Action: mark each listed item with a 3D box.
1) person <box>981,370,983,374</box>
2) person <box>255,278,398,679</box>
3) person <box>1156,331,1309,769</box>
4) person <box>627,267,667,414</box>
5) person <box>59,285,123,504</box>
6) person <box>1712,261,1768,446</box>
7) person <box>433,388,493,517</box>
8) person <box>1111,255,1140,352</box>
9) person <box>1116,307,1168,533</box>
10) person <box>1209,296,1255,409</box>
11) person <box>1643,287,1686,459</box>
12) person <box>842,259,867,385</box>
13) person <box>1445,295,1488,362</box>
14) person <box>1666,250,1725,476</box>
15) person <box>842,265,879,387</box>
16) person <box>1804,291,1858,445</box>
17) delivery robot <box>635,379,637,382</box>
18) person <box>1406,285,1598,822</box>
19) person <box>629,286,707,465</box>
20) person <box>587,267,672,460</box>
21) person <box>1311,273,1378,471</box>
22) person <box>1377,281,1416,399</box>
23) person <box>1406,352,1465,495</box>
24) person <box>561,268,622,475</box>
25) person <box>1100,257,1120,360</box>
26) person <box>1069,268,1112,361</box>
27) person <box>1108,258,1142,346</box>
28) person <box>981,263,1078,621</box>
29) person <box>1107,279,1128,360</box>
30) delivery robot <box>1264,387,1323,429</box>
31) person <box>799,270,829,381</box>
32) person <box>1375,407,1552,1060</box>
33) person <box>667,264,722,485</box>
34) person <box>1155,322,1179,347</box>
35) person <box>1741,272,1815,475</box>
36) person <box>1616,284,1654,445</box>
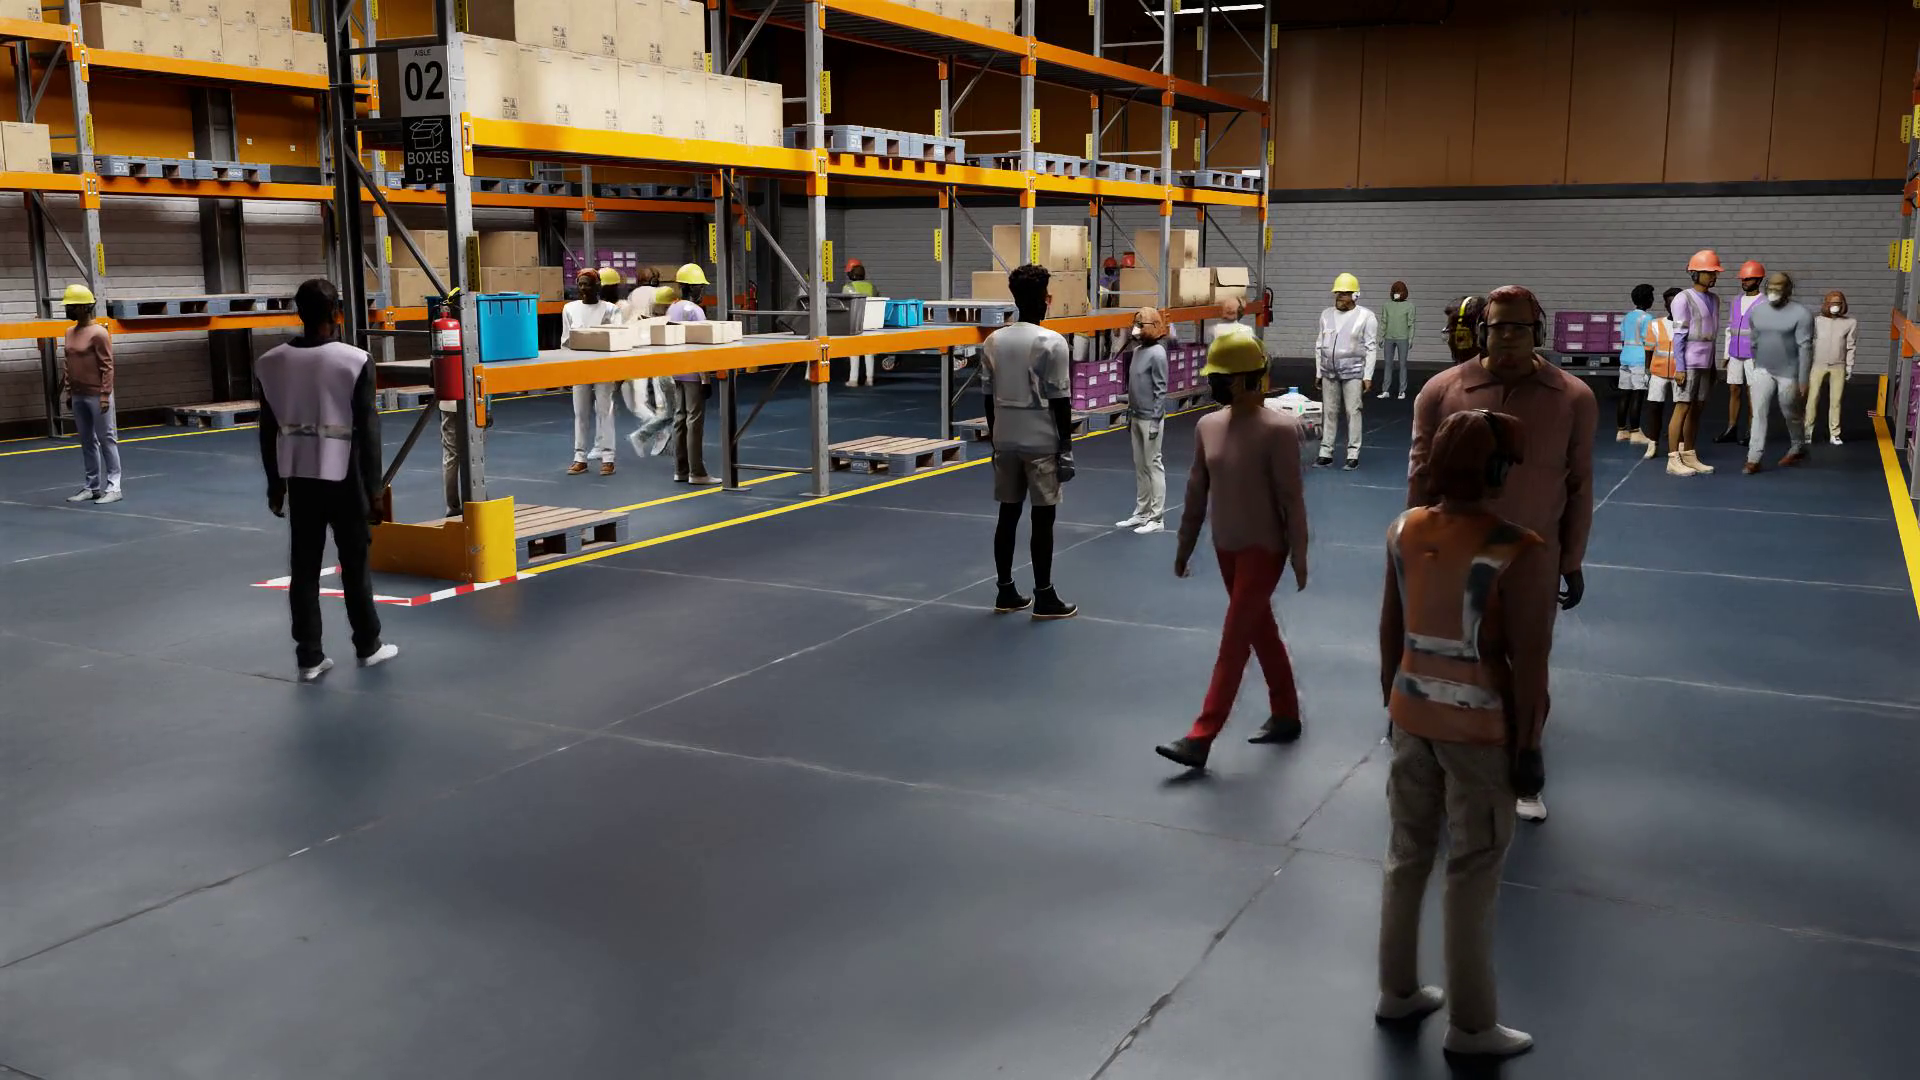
[{"bbox_3d":[0.607,-3.331,25.506,0.620,1.919,0.512,7,12,35],"label":"person"},{"bbox_3d":[-3.051,-0.297,8.012,0.615,1.915,0.489,1,10,5],"label":"person"},{"bbox_3d":[1.088,0.033,6.612,0.921,1.711,0.550,-6,12,-33],"label":"person"},{"bbox_3d":[-3.876,-2.508,20.970,0.620,1.845,0.430,6,11,31],"label":"person"},{"bbox_3d":[-7.053,-1.171,13.452,0.526,1.768,0.314,5,11,27],"label":"person"},{"bbox_3d":[8.289,-1.963,17.538,0.354,1.939,0.544,-5,11,-28],"label":"person"},{"bbox_3d":[-3.788,-0.978,12.691,0.514,1.642,0.311,4,11,23],"label":"person"},{"bbox_3d":[2.485,-3.179,24.413,0.612,1.995,0.382,-6,12,-32],"label":"person"},{"bbox_3d":[1.341,-0.869,12.075,0.280,1.636,0.500,-3,10,-18],"label":"person"},{"bbox_3d":[2.574,-1.527,15.953,0.723,1.612,0.525,-9,13,-42],"label":"person"},{"bbox_3d":[6.945,-1.613,16.245,0.538,1.689,0.321,6,12,33],"label":"person"},{"bbox_3d":[-1.581,-3.336,25.510,0.385,1.929,0.547,-7,12,-36],"label":"person"},{"bbox_3d":[2.269,-0.136,7.259,0.517,1.837,0.618,-7,12,-37],"label":"person"},{"bbox_3d":[6.722,-1.605,15.160,0.607,2.044,0.377,-7,12,-35],"label":"person"},{"bbox_3d":[-1.534,-3.248,25.264,0.633,1.839,0.429,-6,11,-31],"label":"person"},{"bbox_3d":[9.182,-1.815,17.593,0.493,1.626,0.283,3,10,18],"label":"person"},{"bbox_3d":[-4.553,-2.437,24.008,0.707,0.478,0.477,4,11,23],"label":"delivery robot"},{"bbox_3d":[1.922,0.053,5.956,0.643,1.909,0.410,2,10,14],"label":"person"},{"bbox_3d":[-2.777,-1.550,15.809,0.656,1.710,0.499,-2,10,-10],"label":"person"},{"bbox_3d":[-3.306,-1.736,16.378,0.898,1.892,0.590,-9,13,-43],"label":"person"},{"bbox_3d":[3.576,-1.564,15.526,0.589,1.835,0.400,8,13,39],"label":"person"},{"bbox_3d":[6.067,-2.770,23.119,0.498,1.622,0.280,7,12,35],"label":"person"},{"bbox_3d":[2.403,-0.193,7.948,0.529,1.707,0.922,2,10,11],"label":"person"},{"bbox_3d":[-3.358,-1.526,15.167,0.573,1.883,0.355,1,10,7],"label":"person"},{"bbox_3d":[2.735,-4.179,30.352,0.547,1.942,0.351,-8,13,-40],"label":"person"},{"bbox_3d":[1.788,-2.840,22.937,0.619,1.836,0.430,0,10,-3],"label":"person"},{"bbox_3d":[2.451,-3.190,24.526,0.620,1.973,0.434,7,12,36],"label":"person"},{"bbox_3d":[0.390,-0.537,9.197,0.607,1.966,0.367,9,13,42],"label":"person"},{"bbox_3d":[2.477,-3.235,24.955,0.640,1.920,0.730,5,11,28],"label":"person"},{"bbox_3d":[3.635,-1.426,18.153,0.477,0.478,0.707,-5,11,-25],"label":"delivery robot"},{"bbox_3d":[-2.314,-3.444,26.493,0.486,1.816,1.027,3,10,17],"label":"person"},{"bbox_3d":[1.264,0.487,4.222,0.311,1.639,0.521,-5,11,-29],"label":"person"},{"bbox_3d":[-2.348,-1.444,14.564,0.366,1.927,0.588,-8,12,-38],"label":"person"},{"bbox_3d":[3.051,-3.269,25.309,0.945,1.871,0.654,0,10,-2],"label":"person"},{"bbox_3d":[7.640,-1.552,15.419,1.057,1.870,0.641,-8,13,-39],"label":"person"},{"bbox_3d":[7.199,-1.866,17.667,0.321,1.697,0.529,-1,10,-7],"label":"person"}]
